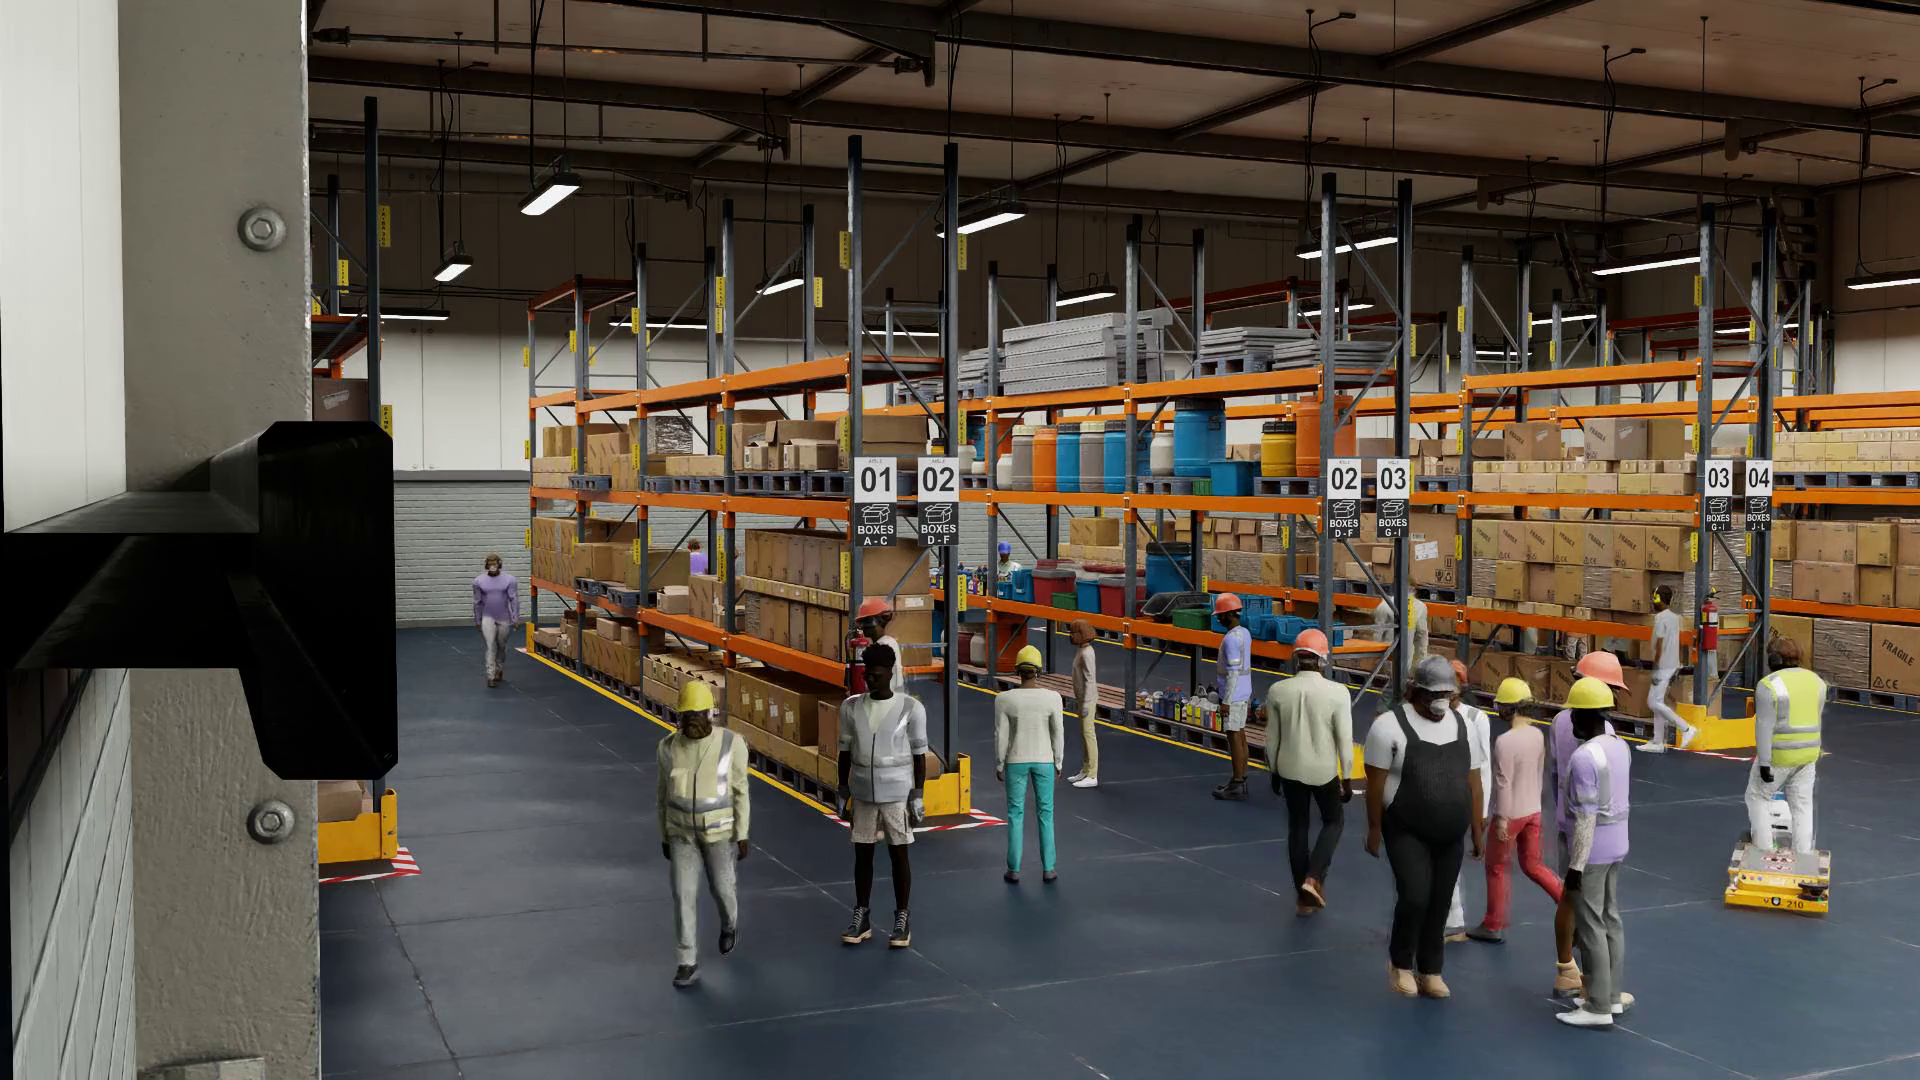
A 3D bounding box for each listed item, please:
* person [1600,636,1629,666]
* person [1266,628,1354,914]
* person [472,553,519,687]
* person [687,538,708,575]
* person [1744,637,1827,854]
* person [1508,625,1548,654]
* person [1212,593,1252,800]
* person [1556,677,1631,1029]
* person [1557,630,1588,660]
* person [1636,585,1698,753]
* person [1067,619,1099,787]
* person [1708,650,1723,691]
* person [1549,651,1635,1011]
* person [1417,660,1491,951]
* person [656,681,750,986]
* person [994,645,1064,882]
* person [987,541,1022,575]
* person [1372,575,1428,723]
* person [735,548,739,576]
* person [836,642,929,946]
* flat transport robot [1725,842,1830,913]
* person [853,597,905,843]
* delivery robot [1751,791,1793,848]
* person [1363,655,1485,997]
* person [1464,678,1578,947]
[{"bbox_3d":[9.108,1.279,24.855,0.396,1.678,0.540,2,3,35],"label":"person"},{"bbox_3d":[2.437,1.603,12.451,0.643,1.980,0.431,1,3,29],"label":"person"},{"bbox_3d":[-6.706,1.134,25.889,0.643,1.906,0.963,-1,2,-15],"label":"person"},{"bbox_3d":[-5.017,0.870,33.991,0.579,1.814,0.954,-1,2,-19],"label":"person"},{"bbox_3d":[6.213,1.640,13.555,0.640,1.821,0.579,-1,2,-14],"label":"person"},{"bbox_3d":[8.357,1.133,26.071,0.654,1.878,0.689,-1,3,-31],"label":"person"},{"bbox_3d":[2.552,1.460,16.877,0.370,1.932,0.543,1,2,21],"label":"person"},{"bbox_3d":[3.522,1.726,9.997,0.376,1.925,0.593,2,3,41],"label":"person"},{"bbox_3d":[8.305,1.322,24.250,0.514,1.638,0.310,-1,2,-26],"label":"person"},{"bbox_3d":[7.700,1.406,19.487,0.570,1.833,0.581,2,3,39],"label":"person"},{"bbox_3d":[1.208,1.583,17.493,0.285,1.632,0.499,0,2,-1],"label":"person"},{"bbox_3d":[10.325,1.176,24.720,0.430,1.914,0.694,2,3,37],"label":"person"},{"bbox_3d":[3.661,1.659,10.367,0.392,2.033,0.605,0,2,-9],"label":"person"},{"bbox_3d":[3.084,1.698,11.579,0.558,1.857,0.679,-1,3,-33],"label":"person"},{"bbox_3d":[-1.562,1.747,10.950,0.596,1.811,0.706,0,2,5],"label":"person"},{"bbox_3d":[0.518,1.674,13.420,0.525,1.769,0.308,0,2,-2],"label":"person"},{"bbox_3d":[0.709,0.992,28.872,0.602,1.947,0.389,0,2,6],"label":"person"},{"bbox_3d":[5.186,1.332,21.300,0.641,1.870,1.057,-1,2,-18],"label":"person"},{"bbox_3d":[-4.527,0.923,35.322,0.833,1.586,0.513,0,2,-2],"label":"person"},{"bbox_3d":[-0.519,1.642,11.659,0.613,1.964,0.361,1,2,16],"label":"person"},{"bbox_3d":[5.986,2.444,13.080,0.652,0.197,1.431,1,2,26],"label":"flat transport robot"},{"bbox_3d":[-0.646,1.493,14.919,0.517,2.011,0.758,0,2,5],"label":"person"},{"bbox_3d":[6.411,2.220,14.069,0.477,0.478,0.707,1,2,26],"label":"delivery robot"},{"bbox_3d":[2.740,1.674,10.440,0.705,2.000,0.537,-1,2,-15],"label":"person"},{"bbox_3d":[3.645,1.759,11.544,0.532,1.740,0.761,-2,3,-42],"label":"person"}]
